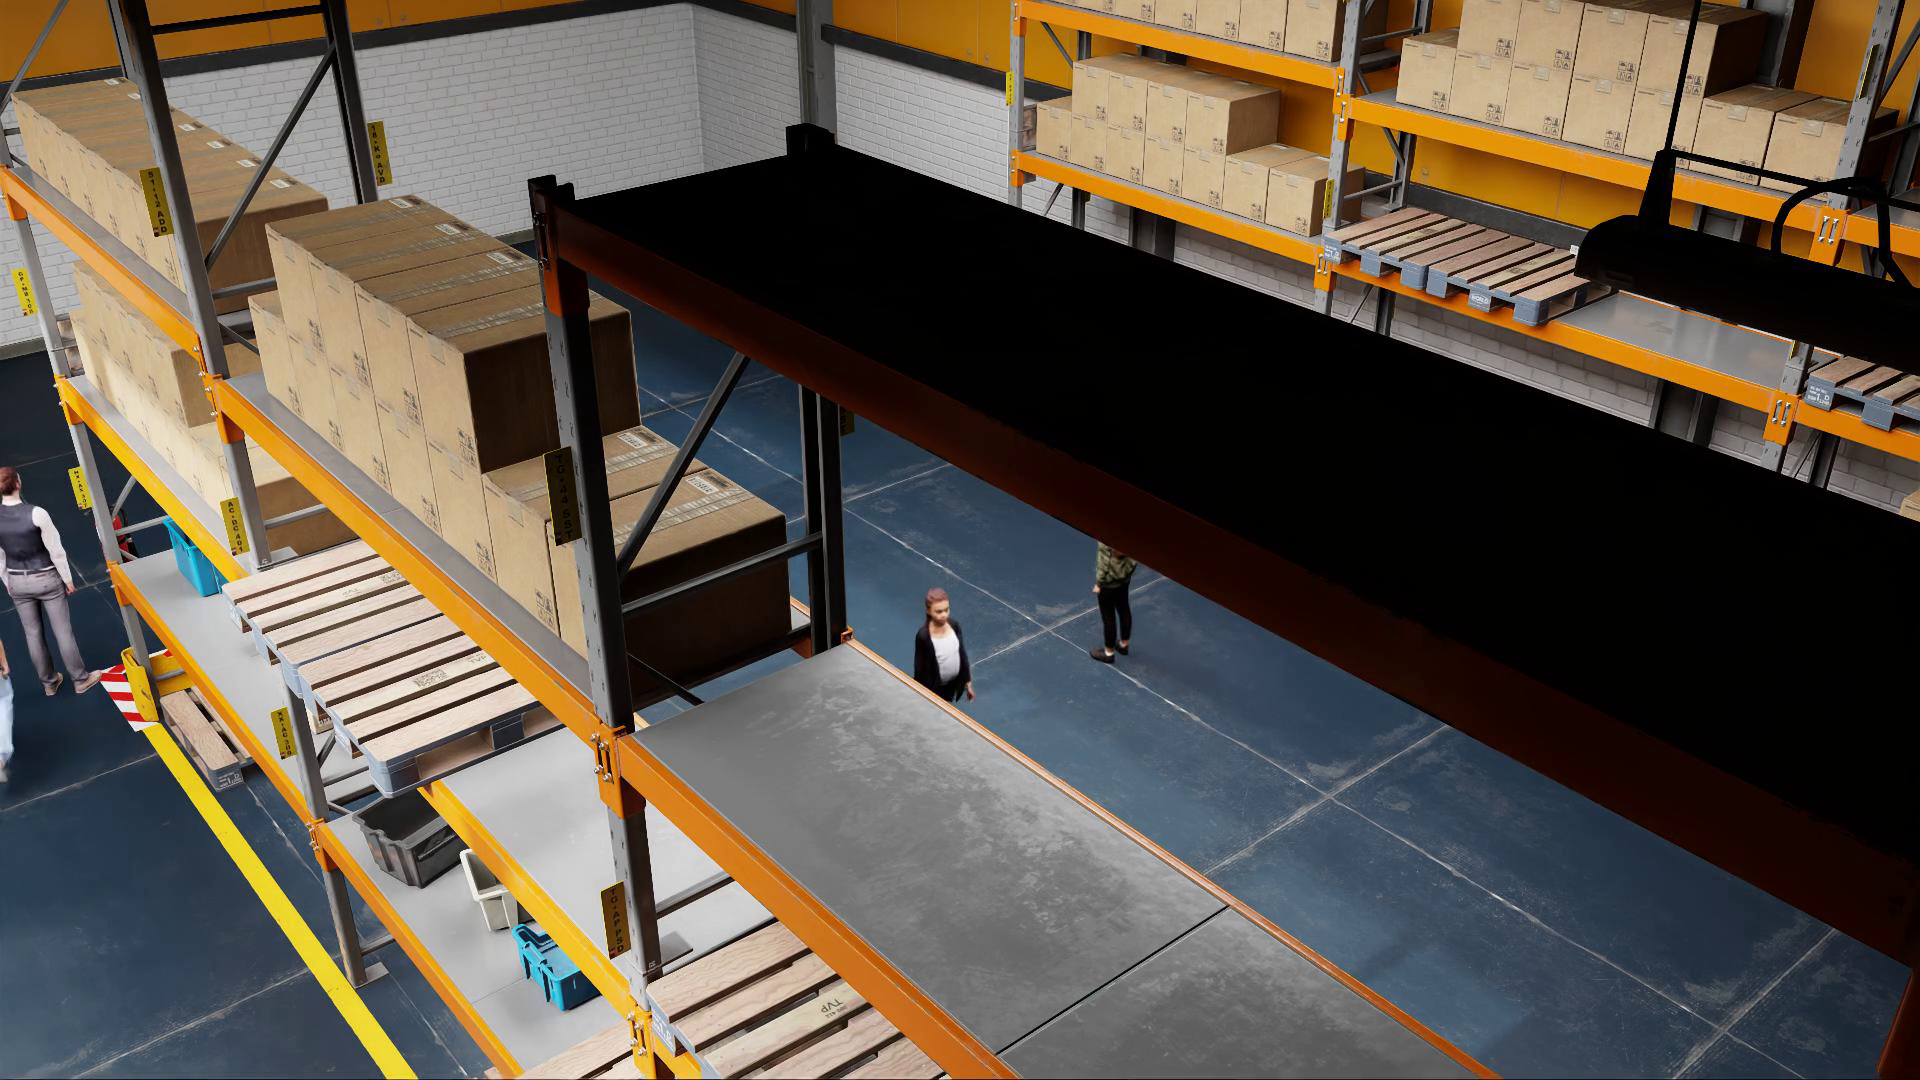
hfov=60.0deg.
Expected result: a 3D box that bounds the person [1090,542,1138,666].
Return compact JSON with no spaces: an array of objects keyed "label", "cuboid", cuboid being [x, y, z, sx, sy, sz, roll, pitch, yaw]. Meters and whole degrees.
[{"label":"person","cuboid":[1.245,0.303,13.337,0.583,1.475,0.500,-23,36,-36]}]

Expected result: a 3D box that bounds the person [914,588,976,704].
[{"label":"person","cuboid":[-0.183,0.998,12.010,0.608,1.525,1.006,-18,33,-29]}]

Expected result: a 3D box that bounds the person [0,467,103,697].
[{"label":"person","cuboid":[-7.139,0.314,12.834,0.745,1.938,0.761,-2,29,-4]}]
